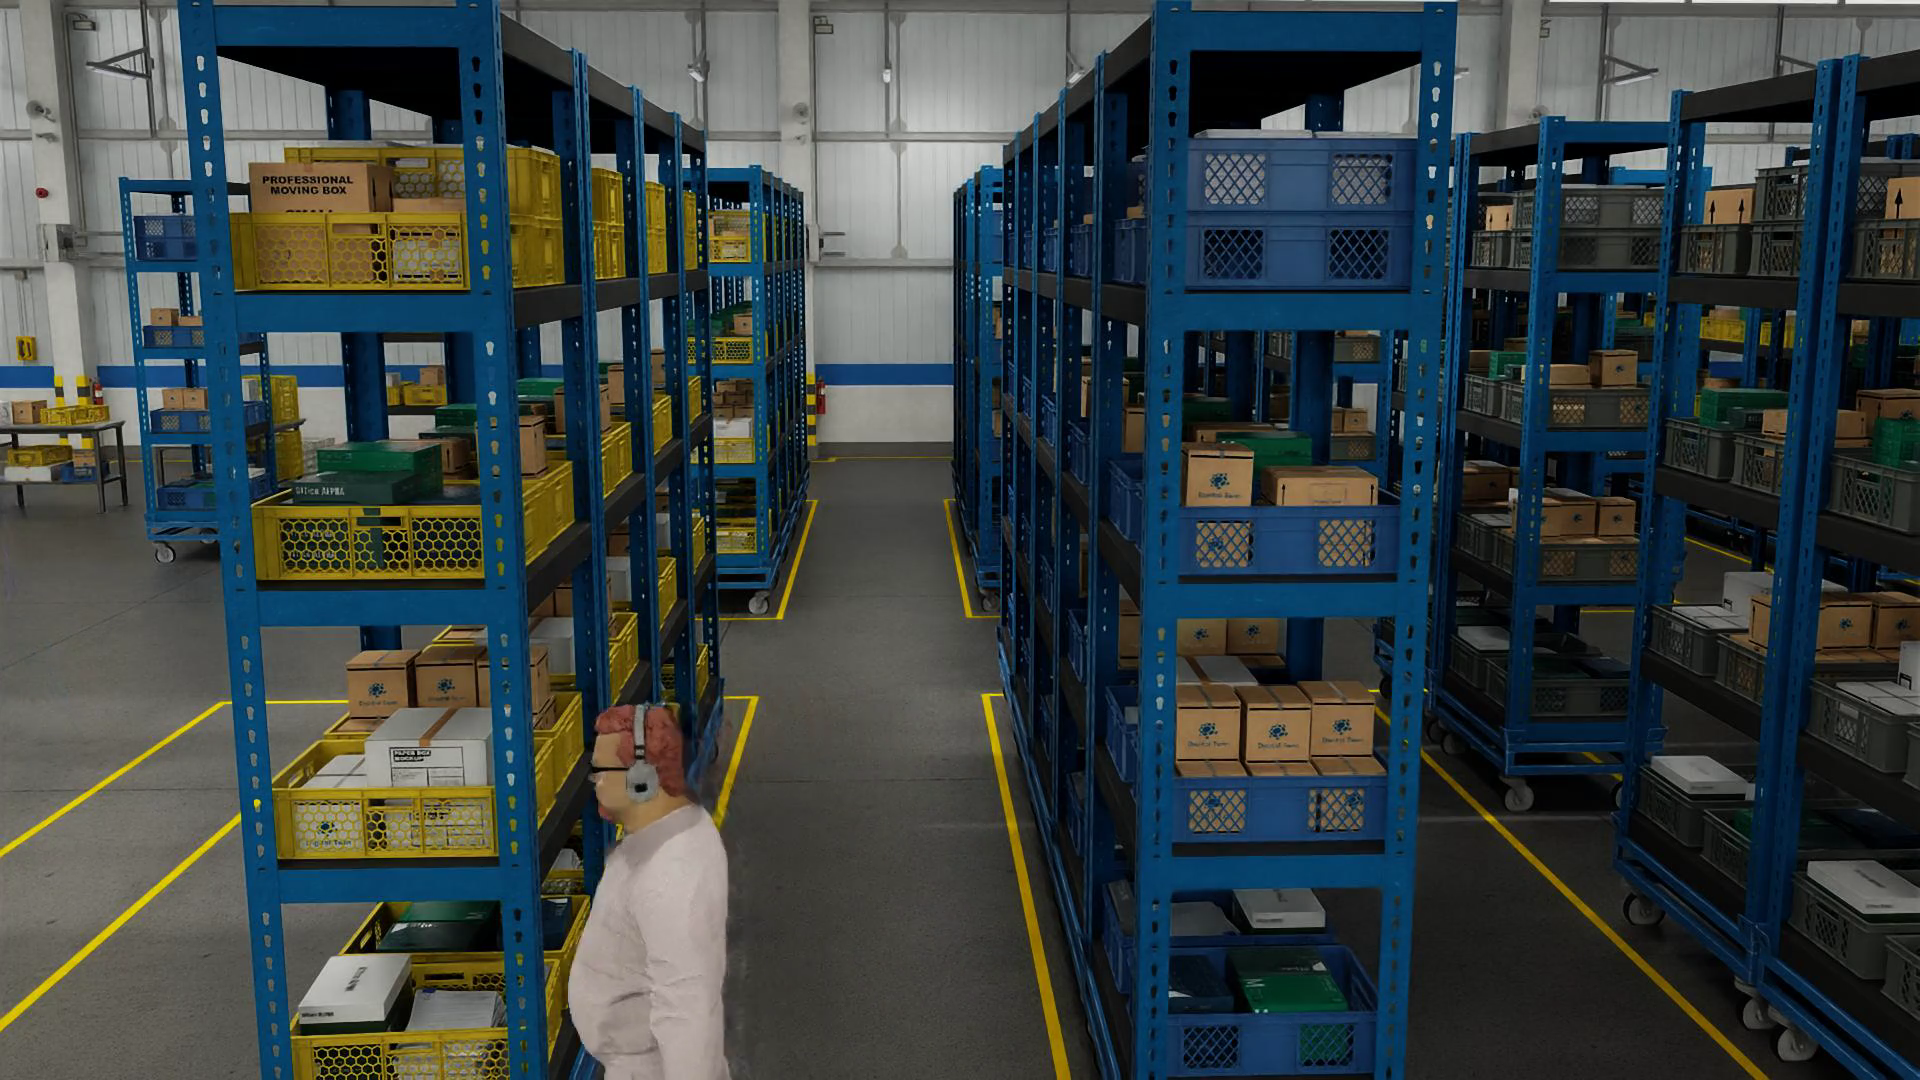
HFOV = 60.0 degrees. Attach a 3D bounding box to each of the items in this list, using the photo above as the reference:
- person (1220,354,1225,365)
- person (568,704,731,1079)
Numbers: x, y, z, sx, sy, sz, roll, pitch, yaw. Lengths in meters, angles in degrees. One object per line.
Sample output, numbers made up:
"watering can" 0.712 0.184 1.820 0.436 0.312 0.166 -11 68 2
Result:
"person" 3.415 -1.499 20.397 0.801 1.805 0.592 -2 10 -12
"person" -0.748 1.313 4.250 1.009 1.862 0.655 -1 10 -6
